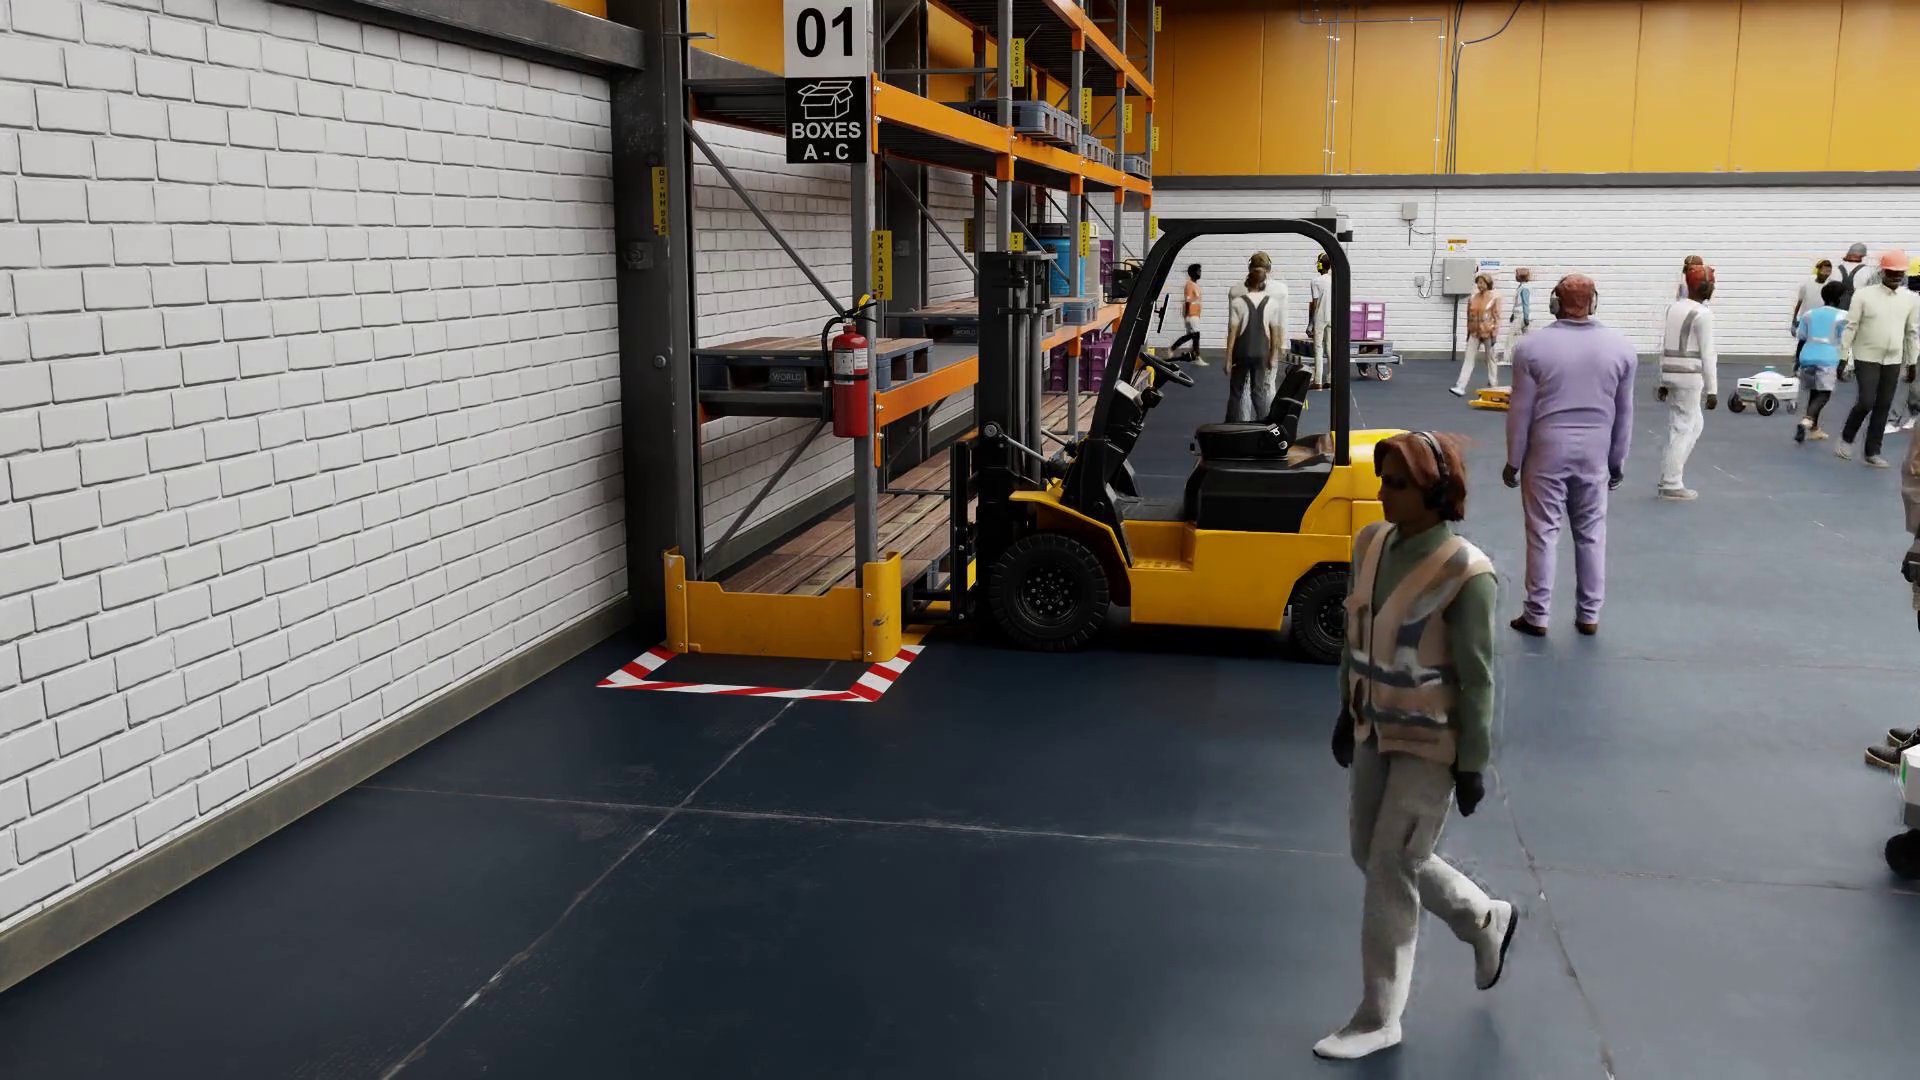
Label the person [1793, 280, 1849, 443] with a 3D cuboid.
[{"bbox_3d":[8.689,-1.798,16.858,0.762,1.660,0.557,-7,12,-32],"label":"person"}]

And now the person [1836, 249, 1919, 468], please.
[{"bbox_3d":[8.320,-1.631,15.044,0.668,1.977,0.478,0,10,-1],"label":"person"}]

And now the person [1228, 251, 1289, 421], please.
[{"bbox_3d":[3.111,-2.037,17.394,0.627,1.940,0.372,3,11,14],"label":"person"}]

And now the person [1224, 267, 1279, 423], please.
[{"bbox_3d":[2.896,-1.791,16.481,0.541,1.812,0.817,-1,10,-3],"label":"person"}]

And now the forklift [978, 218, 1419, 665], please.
[{"bbox_3d":[1.285,-0.567,8.635,2.313,2.155,1.214,2,11,11],"label":"forklift"}]

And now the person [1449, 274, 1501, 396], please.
[{"bbox_3d":[6.765,-2.652,21.689,0.775,1.601,0.540,-8,13,-39],"label":"person"}]

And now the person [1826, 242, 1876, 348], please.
[{"bbox_3d":[13.180,-3.415,24.665,0.684,2.000,0.721,-9,14,-41],"label":"person"}]

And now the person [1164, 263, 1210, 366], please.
[{"bbox_3d":[3.696,-3.654,27.012,0.742,1.678,0.538,4,11,19],"label":"person"}]

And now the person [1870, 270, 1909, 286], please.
[{"bbox_3d":[13.476,-3.249,24.147,0.639,1.910,0.749,-5,12,-27],"label":"person"}]

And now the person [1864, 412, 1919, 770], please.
[{"bbox_3d":[3.862,-0.063,6.496,0.367,1.966,0.607,10,14,44],"label":"person"}]

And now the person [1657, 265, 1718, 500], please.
[{"bbox_3d":[5.792,-1.231,13.156,0.453,1.868,0.614,-1,10,-4],"label":"person"}]

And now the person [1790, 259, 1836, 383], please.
[{"bbox_3d":[11.868,-3.002,23.131,0.529,1.791,1.042,1,10,4],"label":"person"}]

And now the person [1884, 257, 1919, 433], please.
[{"bbox_3d":[10.263,-2.094,17.908,0.901,1.889,0.607,-5,11,-26],"label":"person"}]

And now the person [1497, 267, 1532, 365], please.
[{"bbox_3d":[9.192,-3.627,27.035,0.828,1.601,0.515,3,11,15],"label":"person"}]

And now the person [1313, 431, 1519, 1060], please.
[{"bbox_3d":[1.208,0.514,4.284,0.613,1.618,0.521,-4,11,-19],"label":"person"}]

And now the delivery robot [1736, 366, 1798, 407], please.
[{"bbox_3d":[9.573,-1.814,19.708,0.707,0.478,0.477,-4,11,-23],"label":"delivery robot"}]

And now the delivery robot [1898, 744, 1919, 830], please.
[{"bbox_3d":[3.375,0.822,5.244,0.477,0.478,0.707,-8,14,-37],"label":"delivery robot"}]

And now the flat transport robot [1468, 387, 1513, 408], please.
[{"bbox_3d":[6.951,-1.770,20.505,1.431,0.197,0.652,-9,14,-40],"label":"flat transport robot"}]

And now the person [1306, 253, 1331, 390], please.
[{"bbox_3d":[4.951,-2.978,22.730,0.514,1.876,0.328,-6,12,-30],"label":"person"}]

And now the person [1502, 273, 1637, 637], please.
[{"bbox_3d":[3.178,-0.441,8.740,0.651,1.904,0.402,0,10,1],"label":"person"}]

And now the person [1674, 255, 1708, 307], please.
[{"bbox_3d":[9.866,-2.924,22.519,0.620,1.845,0.429,-10,14,-43],"label":"person"}]

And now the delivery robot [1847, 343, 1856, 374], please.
[{"bbox_3d":[12.874,-2.620,24.127,0.707,0.478,0.477,-9,13,-40],"label":"delivery robot"}]
